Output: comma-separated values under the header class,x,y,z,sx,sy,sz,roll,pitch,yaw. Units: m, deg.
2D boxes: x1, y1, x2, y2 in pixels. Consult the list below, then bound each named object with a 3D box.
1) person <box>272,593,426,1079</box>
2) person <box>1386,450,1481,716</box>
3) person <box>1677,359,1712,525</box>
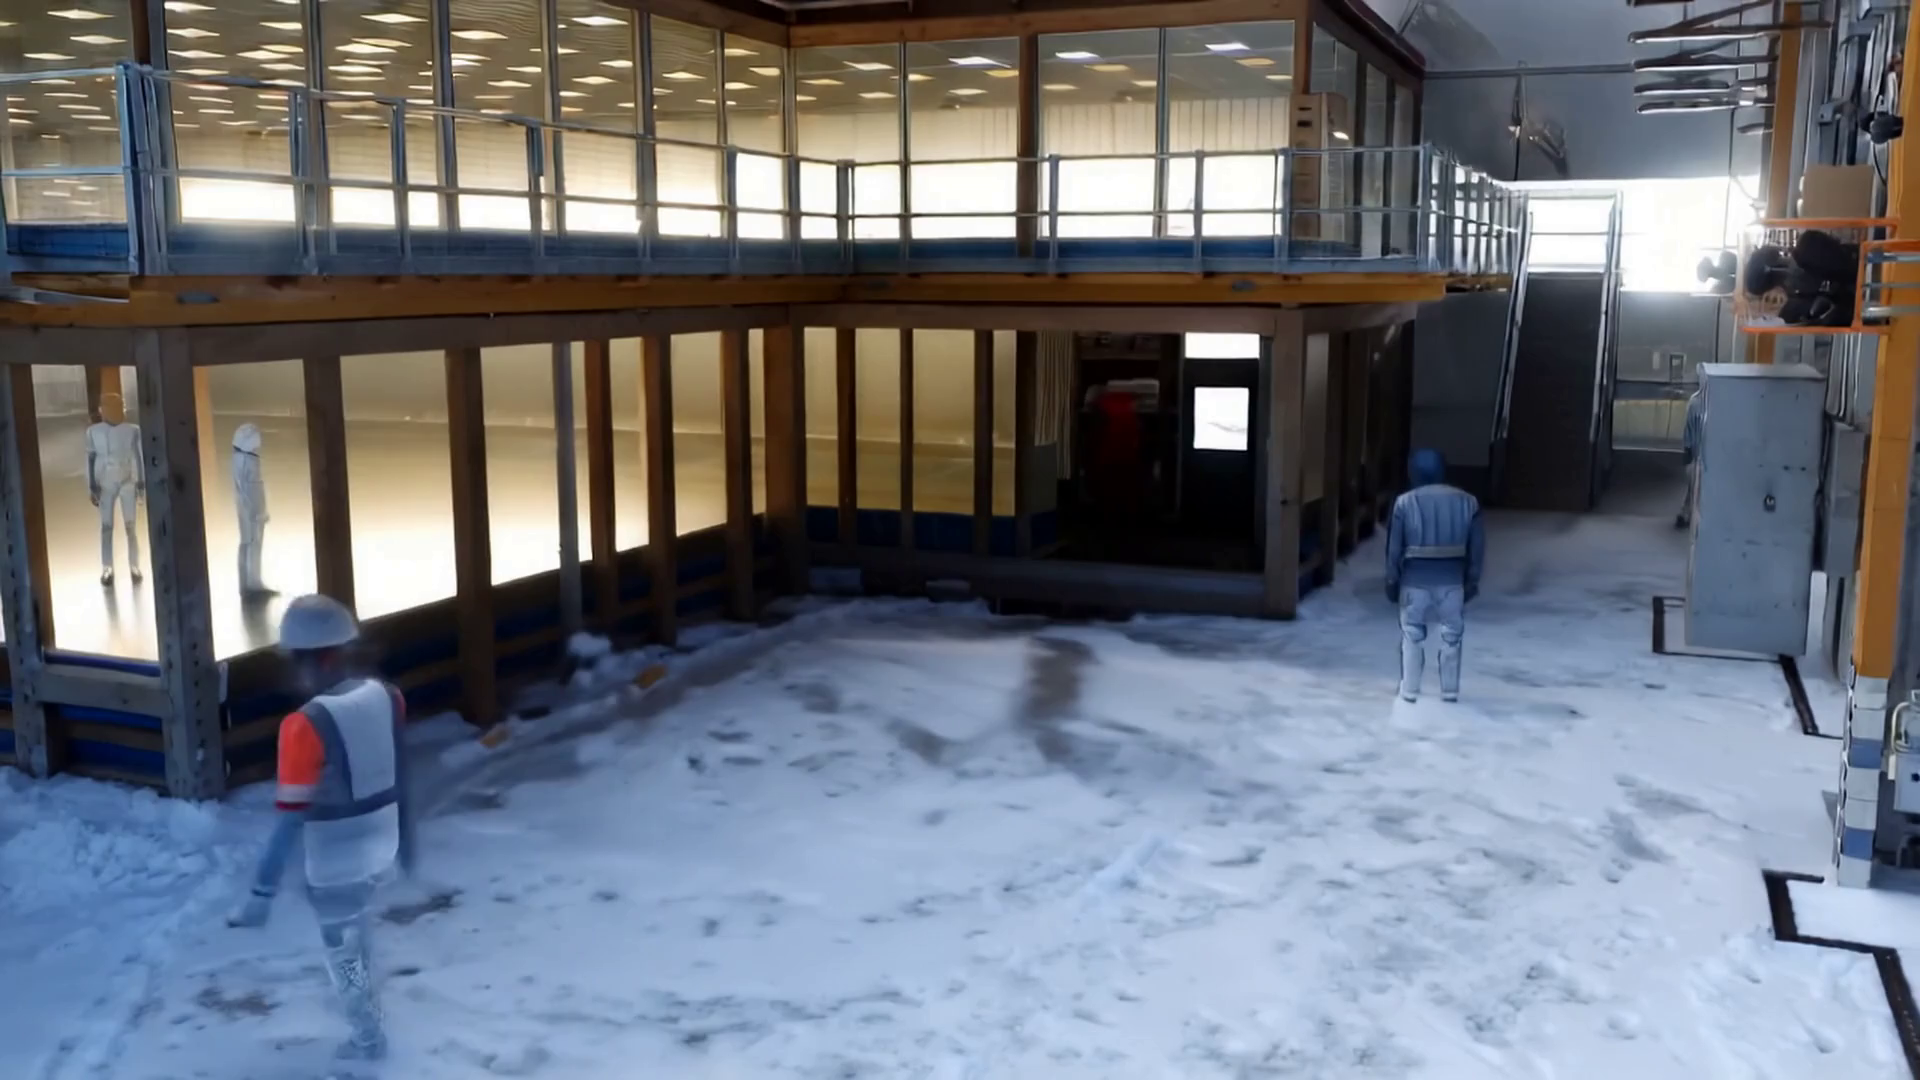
class,x,y,z,sx,sy,sz,roll,pitch,yaw
person,-2.236,1.137,5.995,0.407,1.921,0.585,3,10,20
person,3.231,0.301,11.430,0.622,1.838,0.429,0,9,-2
person,8.918,-1.167,19.988,0.613,1.995,0.391,-5,10,-26
